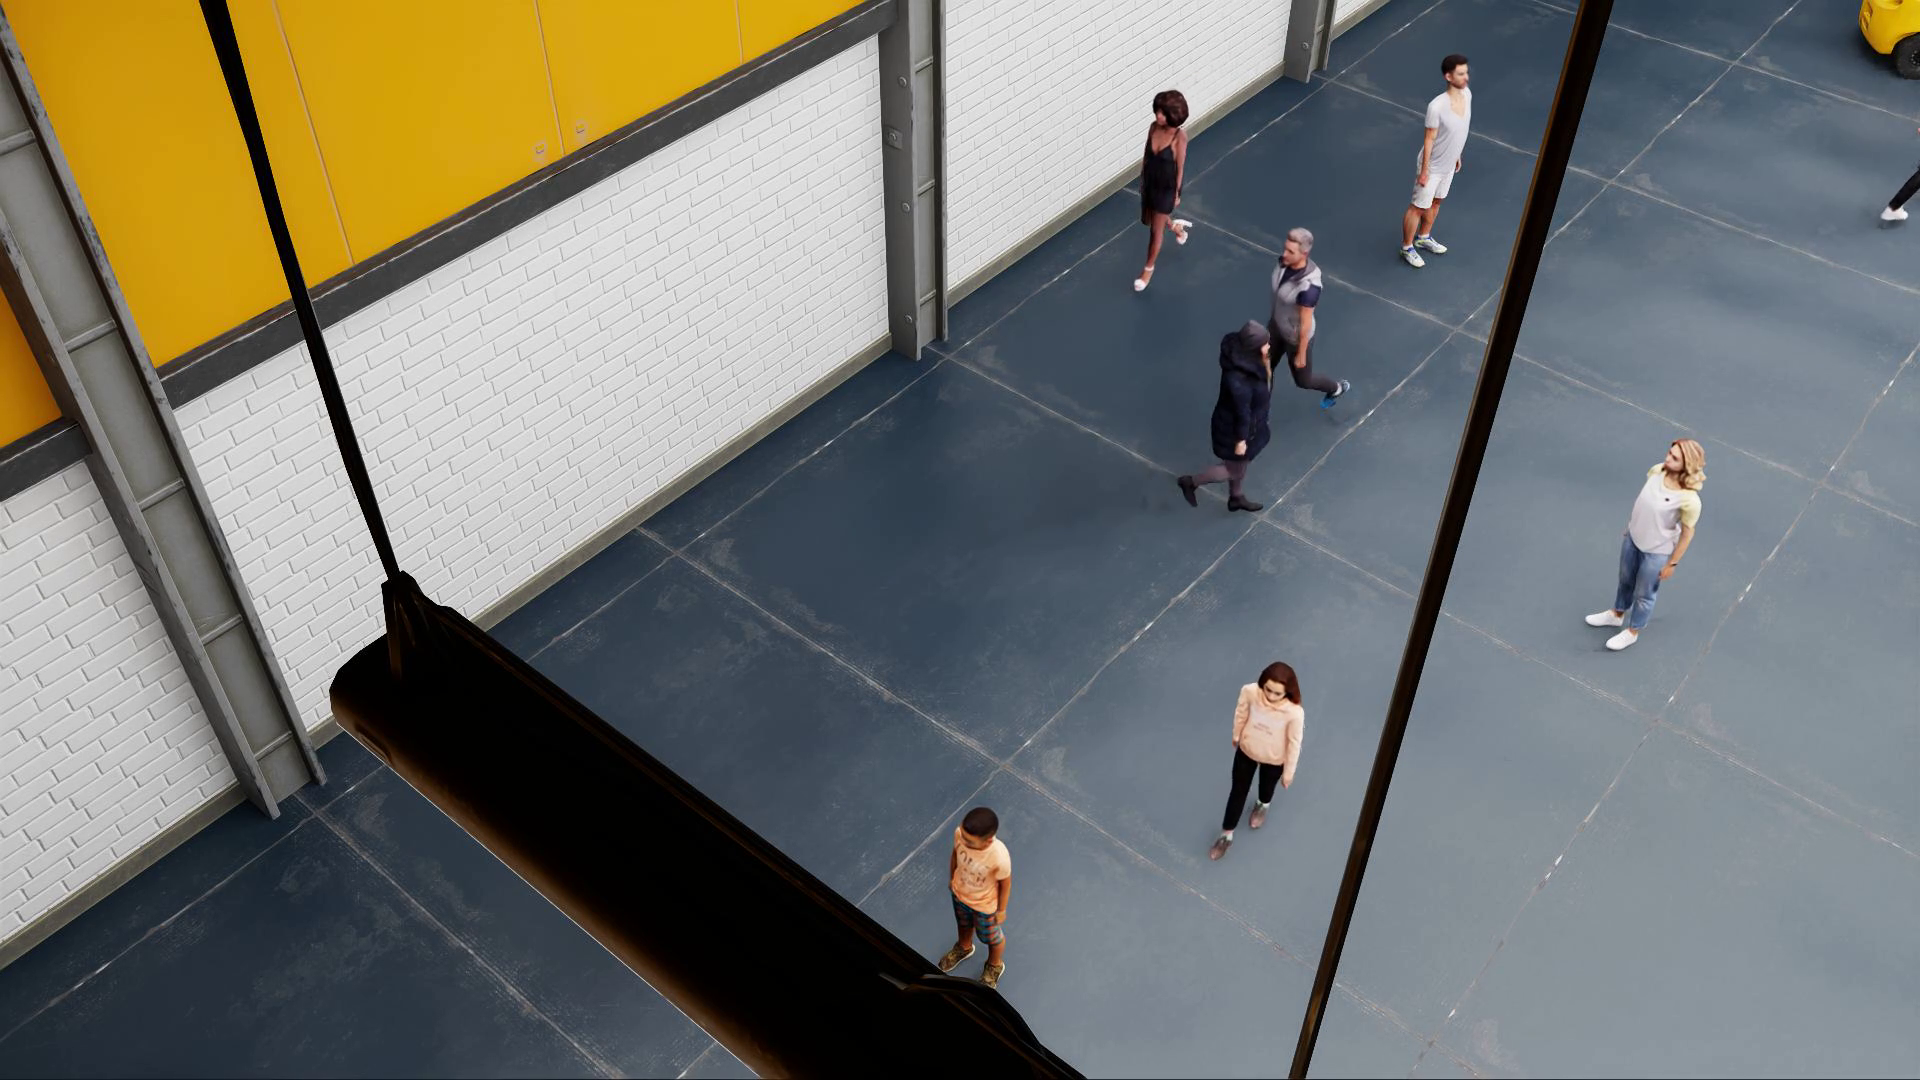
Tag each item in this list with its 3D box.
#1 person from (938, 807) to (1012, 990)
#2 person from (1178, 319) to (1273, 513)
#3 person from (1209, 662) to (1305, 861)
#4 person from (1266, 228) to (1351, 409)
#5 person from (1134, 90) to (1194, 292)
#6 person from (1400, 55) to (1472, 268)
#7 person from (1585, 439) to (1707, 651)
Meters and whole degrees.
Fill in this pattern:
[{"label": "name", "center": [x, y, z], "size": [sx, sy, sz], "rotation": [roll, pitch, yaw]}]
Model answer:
[{"label": "person", "center": [0.102, 1.891, 8.931], "size": [0.526, 1.461, 0.485], "rotation": [28, 50, 27]}, {"label": "person", "center": [1.882, -0.819, 11.630], "size": [0.948, 1.662, 0.941], "rotation": [8, 44, 8]}, {"label": "person", "center": [1.788, 1.199, 9.655], "size": [0.661, 1.464, 0.865], "rotation": [23, 48, 23]}, {"label": "person", "center": [2.537, -1.540, 12.293], "size": [1.244, 1.791, 1.038], "rotation": [-14, 45, -14]}, {"label": "person", "center": [1.713, -2.923, 13.761], "size": [0.619, 1.768, 0.987], "rotation": [34, 53, 31]}, {"label": "person", "center": [4.021, -3.208, 13.996], "size": [0.563, 1.858, 0.769], "rotation": [-32, 52, -29]}, {"label": "person", "center": [4.457, 0.025, 10.701], "size": [0.716, 1.722, 0.709], "rotation": [-13, 45, -13]}]
